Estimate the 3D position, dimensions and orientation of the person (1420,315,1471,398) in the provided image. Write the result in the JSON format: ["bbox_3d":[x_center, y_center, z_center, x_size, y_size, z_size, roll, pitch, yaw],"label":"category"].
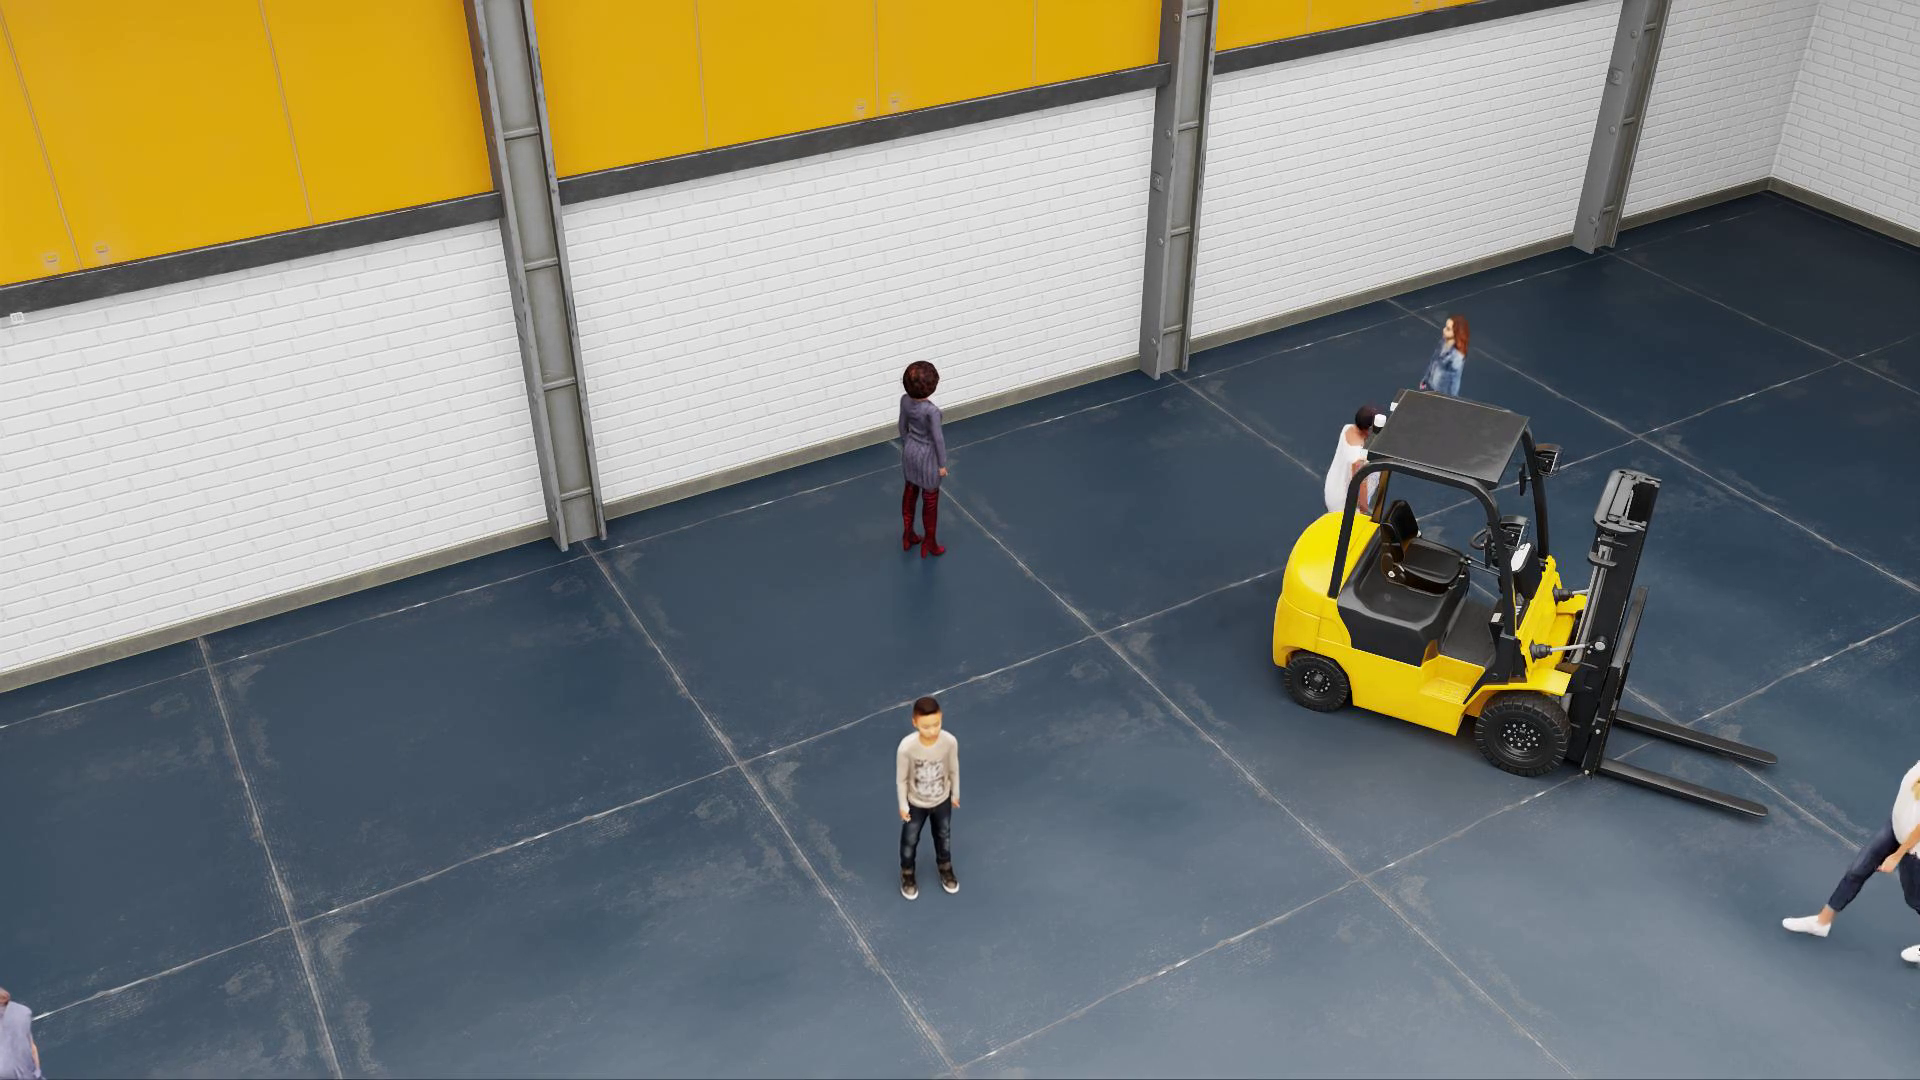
[{"bbox_3d":[4.281,-1.302,14.523,1.065,1.456,0.845,-2,34,-3],"label":"person"}]

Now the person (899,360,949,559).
[{"bbox_3d":[-0.310,-0.646,13.307,0.649,1.710,0.607,27,42,34],"label":"person"}]

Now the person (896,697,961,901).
[{"bbox_3d":[-0.201,1.562,10.210,0.522,1.461,0.657,-8,34,-12],"label":"person"}]

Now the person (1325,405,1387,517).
[{"bbox_3d":[2.969,-0.332,12.871,0.807,1.670,0.794,-2,34,-3],"label":"person"}]

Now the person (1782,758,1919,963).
[{"bbox_3d":[5.586,1.778,9.605,1.191,1.770,1.052,4,34,7],"label":"person"}]
